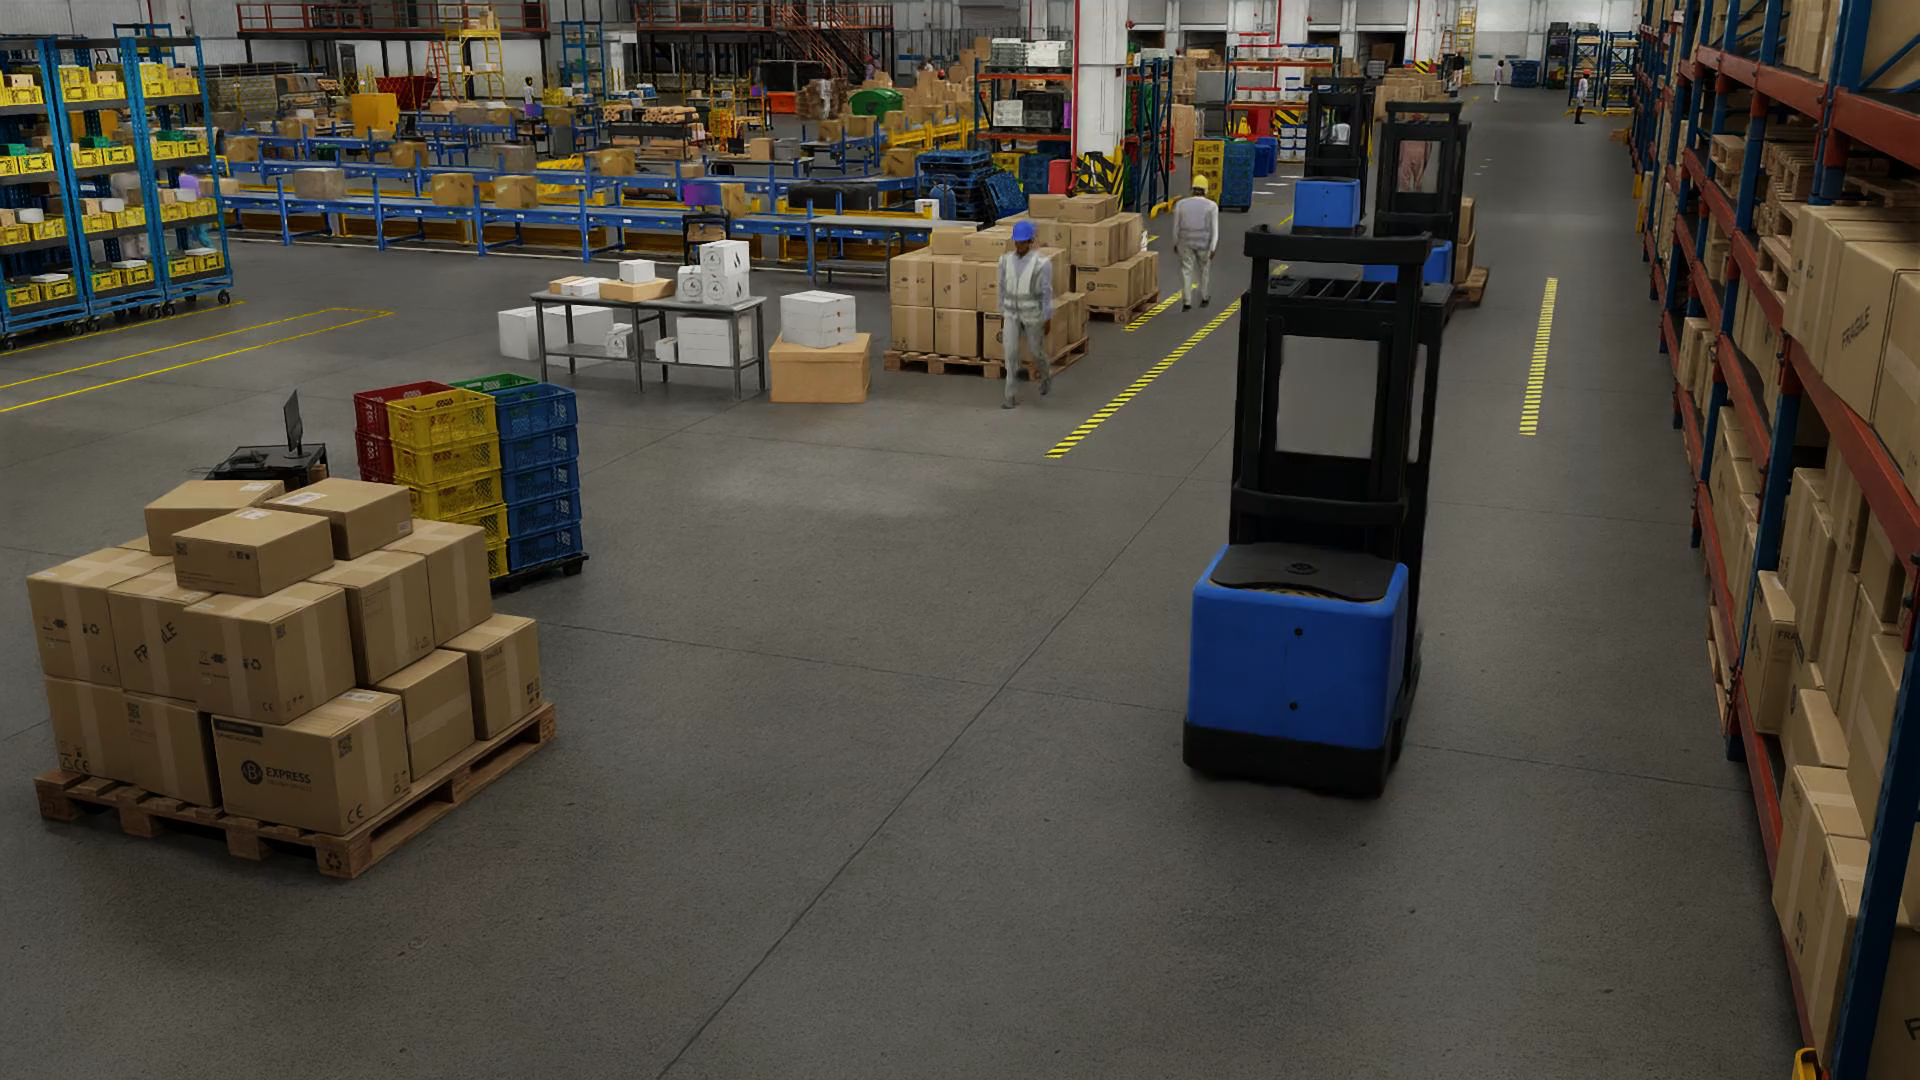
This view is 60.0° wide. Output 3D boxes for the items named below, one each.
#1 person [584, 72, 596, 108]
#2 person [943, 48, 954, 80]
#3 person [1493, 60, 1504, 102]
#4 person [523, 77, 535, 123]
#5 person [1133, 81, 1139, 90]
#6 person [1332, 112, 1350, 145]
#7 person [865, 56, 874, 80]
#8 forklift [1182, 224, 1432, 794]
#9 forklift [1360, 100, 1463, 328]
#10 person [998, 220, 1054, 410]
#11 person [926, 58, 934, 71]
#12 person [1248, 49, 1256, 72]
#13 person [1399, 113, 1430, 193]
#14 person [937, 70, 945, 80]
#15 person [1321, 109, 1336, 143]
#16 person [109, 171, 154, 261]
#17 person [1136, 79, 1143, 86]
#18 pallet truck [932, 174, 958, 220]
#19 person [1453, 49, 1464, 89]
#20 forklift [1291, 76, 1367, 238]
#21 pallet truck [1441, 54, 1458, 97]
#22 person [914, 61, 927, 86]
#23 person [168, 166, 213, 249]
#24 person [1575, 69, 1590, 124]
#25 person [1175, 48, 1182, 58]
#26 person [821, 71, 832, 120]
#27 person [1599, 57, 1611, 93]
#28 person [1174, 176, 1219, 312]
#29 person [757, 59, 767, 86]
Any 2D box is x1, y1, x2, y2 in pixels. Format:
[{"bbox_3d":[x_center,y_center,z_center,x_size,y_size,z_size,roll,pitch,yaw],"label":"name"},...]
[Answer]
[{"bbox_3d":[-14.543,-17.680,65.552,0.515,1.751,0.527,1,18,3],"label":"person"},{"bbox_3d":[-0.623,-26.157,91.855,0.604,1.949,0.389,2,18,7],"label":"person"},{"bbox_3d":[23.948,-20.392,73.938,0.431,1.835,0.624,6,19,19],"label":"person"},{"bbox_3d":[-14.008,-14.151,54.259,0.515,1.872,0.328,13,22,34],"label":"person"},{"bbox_3d":[8.923,-23.599,84.226,0.538,1.696,0.317,16,24,42],"label":"person"},{"bbox_3d":[8.983,-9.202,39.067,0.538,1.644,0.886,6,19,19],"label":"person"},{"bbox_3d":[-4.080,-20.541,74.158,0.396,1.989,0.766,-9,20,-27],"label":"person"},{"bbox_3d":[1.968,-0.292,9.072,1.129,2.768,1.873,6,19,19],"label":"forklift"},{"bbox_3d":[5.896,-4.261,21.543,1.129,2.768,1.873,6,19,19],"label":"forklift"},{"bbox_3d":[0.701,-2.337,17.069,0.619,1.921,0.832,8,19,25],"label":"person"},{"bbox_3d":[-1.397,-20.840,75.235,1.010,1.899,0.638,-1,18,-4],"label":"person"},{"bbox_3d":[16.206,-26.115,91.812,0.605,1.886,0.887,-11,21,-32],"label":"person"},{"bbox_3d":[9.558,-8.042,35.028,0.636,1.900,0.399,3,18,11],"label":"person"},{"bbox_3d":[-0.674,-15.474,58.304,0.362,1.939,0.543,9,20,27],"label":"person"},{"bbox_3d":[10.435,-11.774,47.067,0.316,1.697,0.542,-13,22,-36],"label":"person"},{"bbox_3d":[-12.284,-4.764,24.742,0.670,1.881,0.431,-15,23,-39],"label":"person"},{"bbox_3d":[9.222,-23.963,85.211,0.634,1.814,0.835,-11,21,-31],"label":"person"},{"bbox_3d":[-0.507,-5.292,27.348,0.653,1.274,1.630,6,19,19],"label":"pallet truck"},{"bbox_3d":[26.097,-24.647,87.033,0.625,1.992,0.386,15,23,39],"label":"person"},{"bbox_3d":[6.598,-6.755,29.381,1.129,2.768,1.873,6,19,19],"label":"forklift"},{"bbox_3d":[22.765,-21.886,78.355,0.823,1.965,1.885,-4,18,-14],"label":"pallet truck"},{"bbox_3d":[-1.445,-18.269,66.920,1.014,2.000,0.720,12,21,32],"label":"person"},{"bbox_3d":[-11.808,-4.916,25.379,1.008,1.779,0.583,6,19,19],"label":"person"},{"bbox_3d":[22.386,-15.919,59.732,0.397,1.929,0.539,1,18,2],"label":"person"},{"bbox_3d":[12.266,-26.576,93.232,0.870,1.914,0.544,13,22,36],"label":"person"},{"bbox_3d":[-4.748,-15.827,59.520,0.452,1.868,0.602,8,19,23],"label":"person"},{"bbox_3d":[31.202,-22.306,79.907,0.869,1.850,0.606,4,18,13],"label":"person"},{"bbox_3d":[3.205,-4.033,22.600,0.614,1.789,0.898,4,18,13],"label":"person"},{"bbox_3d":[-8.732,-20.202,73.260,0.612,1.876,0.594,2,18,6],"label":"person"}]
